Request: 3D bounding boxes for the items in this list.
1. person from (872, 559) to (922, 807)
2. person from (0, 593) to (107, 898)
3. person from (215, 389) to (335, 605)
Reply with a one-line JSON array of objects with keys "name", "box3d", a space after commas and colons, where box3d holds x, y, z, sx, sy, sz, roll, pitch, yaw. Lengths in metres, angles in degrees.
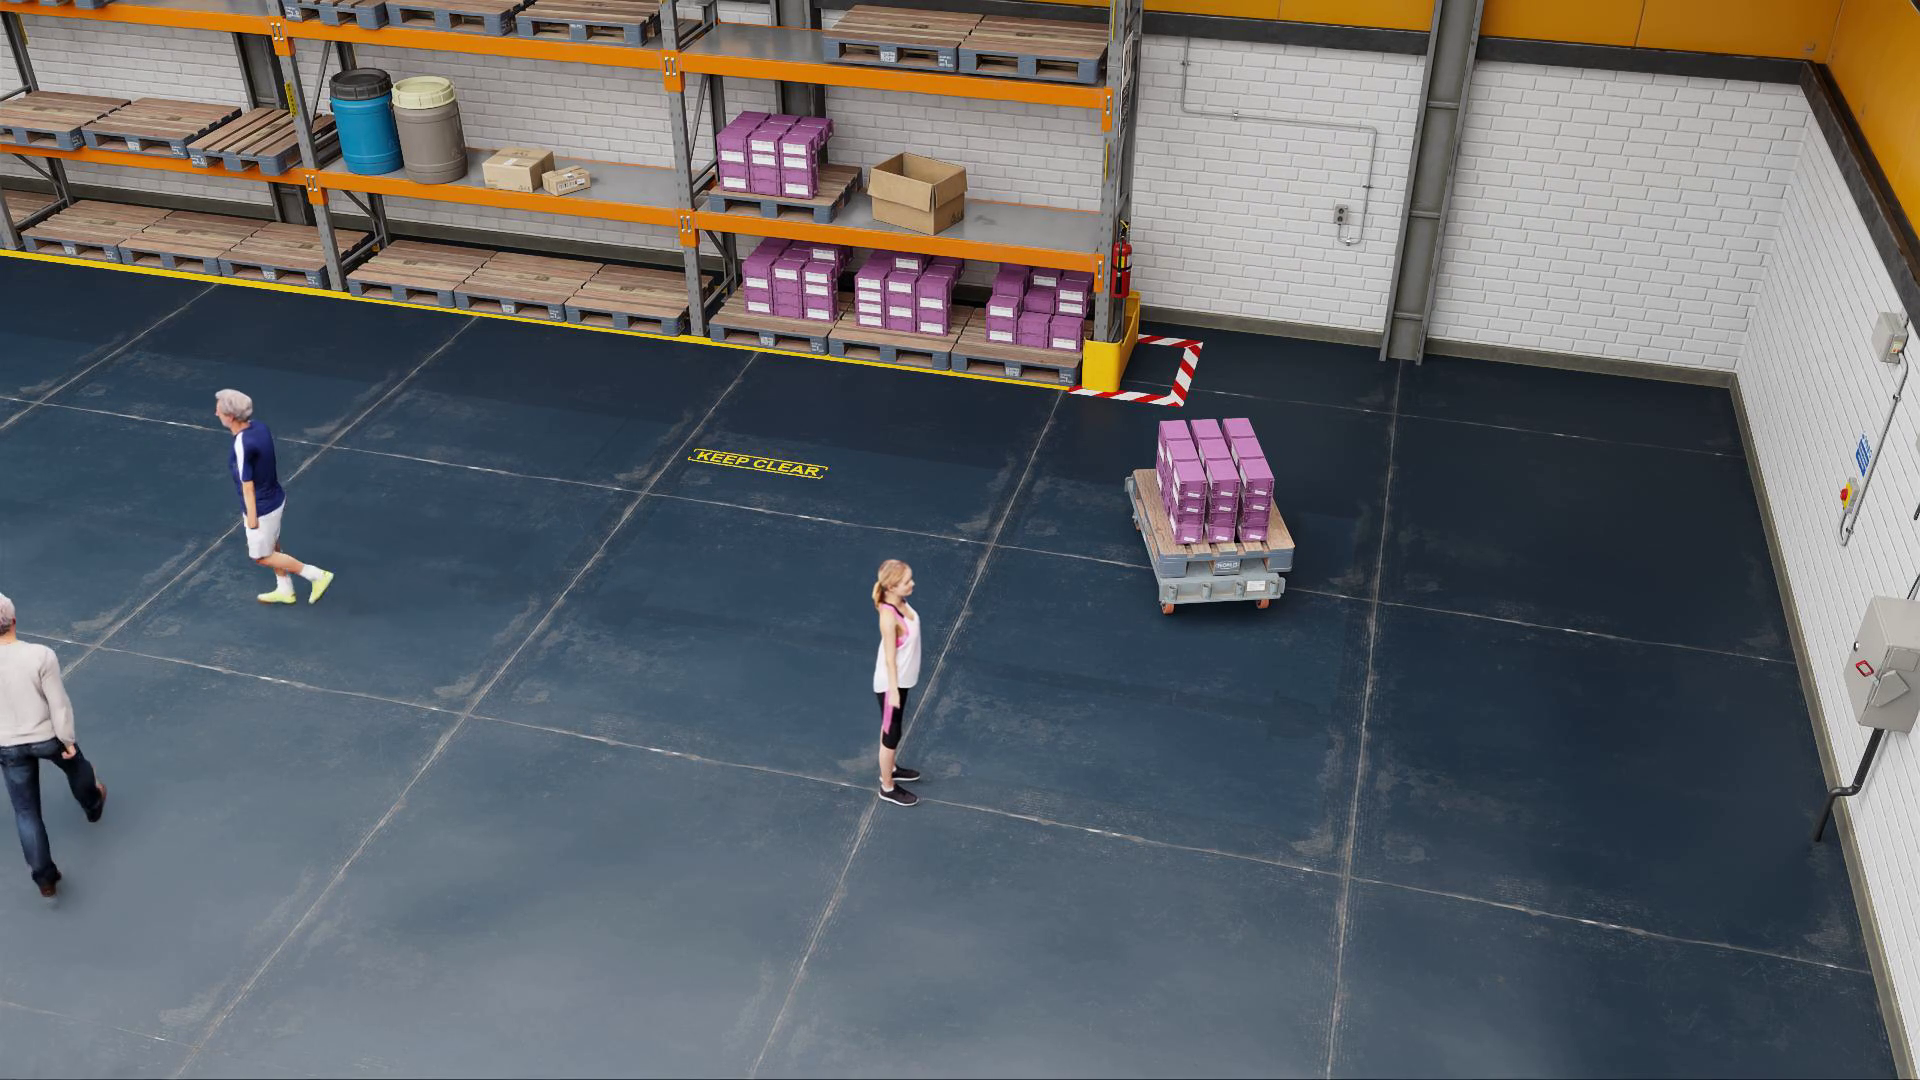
[{"name": "person", "box3d": [-0.417, 0.869, 10.397, 0.563, 1.787, 0.634, 3, 34, 5]}, {"name": "person", "box3d": [-5.486, 1.235, 9.779, 1.298, 1.861, 1.219, -9, 35, -14]}, {"name": "person", "box3d": [-4.982, -0.267, 12.074, 0.973, 1.822, 0.841, -5, 34, -7]}]
